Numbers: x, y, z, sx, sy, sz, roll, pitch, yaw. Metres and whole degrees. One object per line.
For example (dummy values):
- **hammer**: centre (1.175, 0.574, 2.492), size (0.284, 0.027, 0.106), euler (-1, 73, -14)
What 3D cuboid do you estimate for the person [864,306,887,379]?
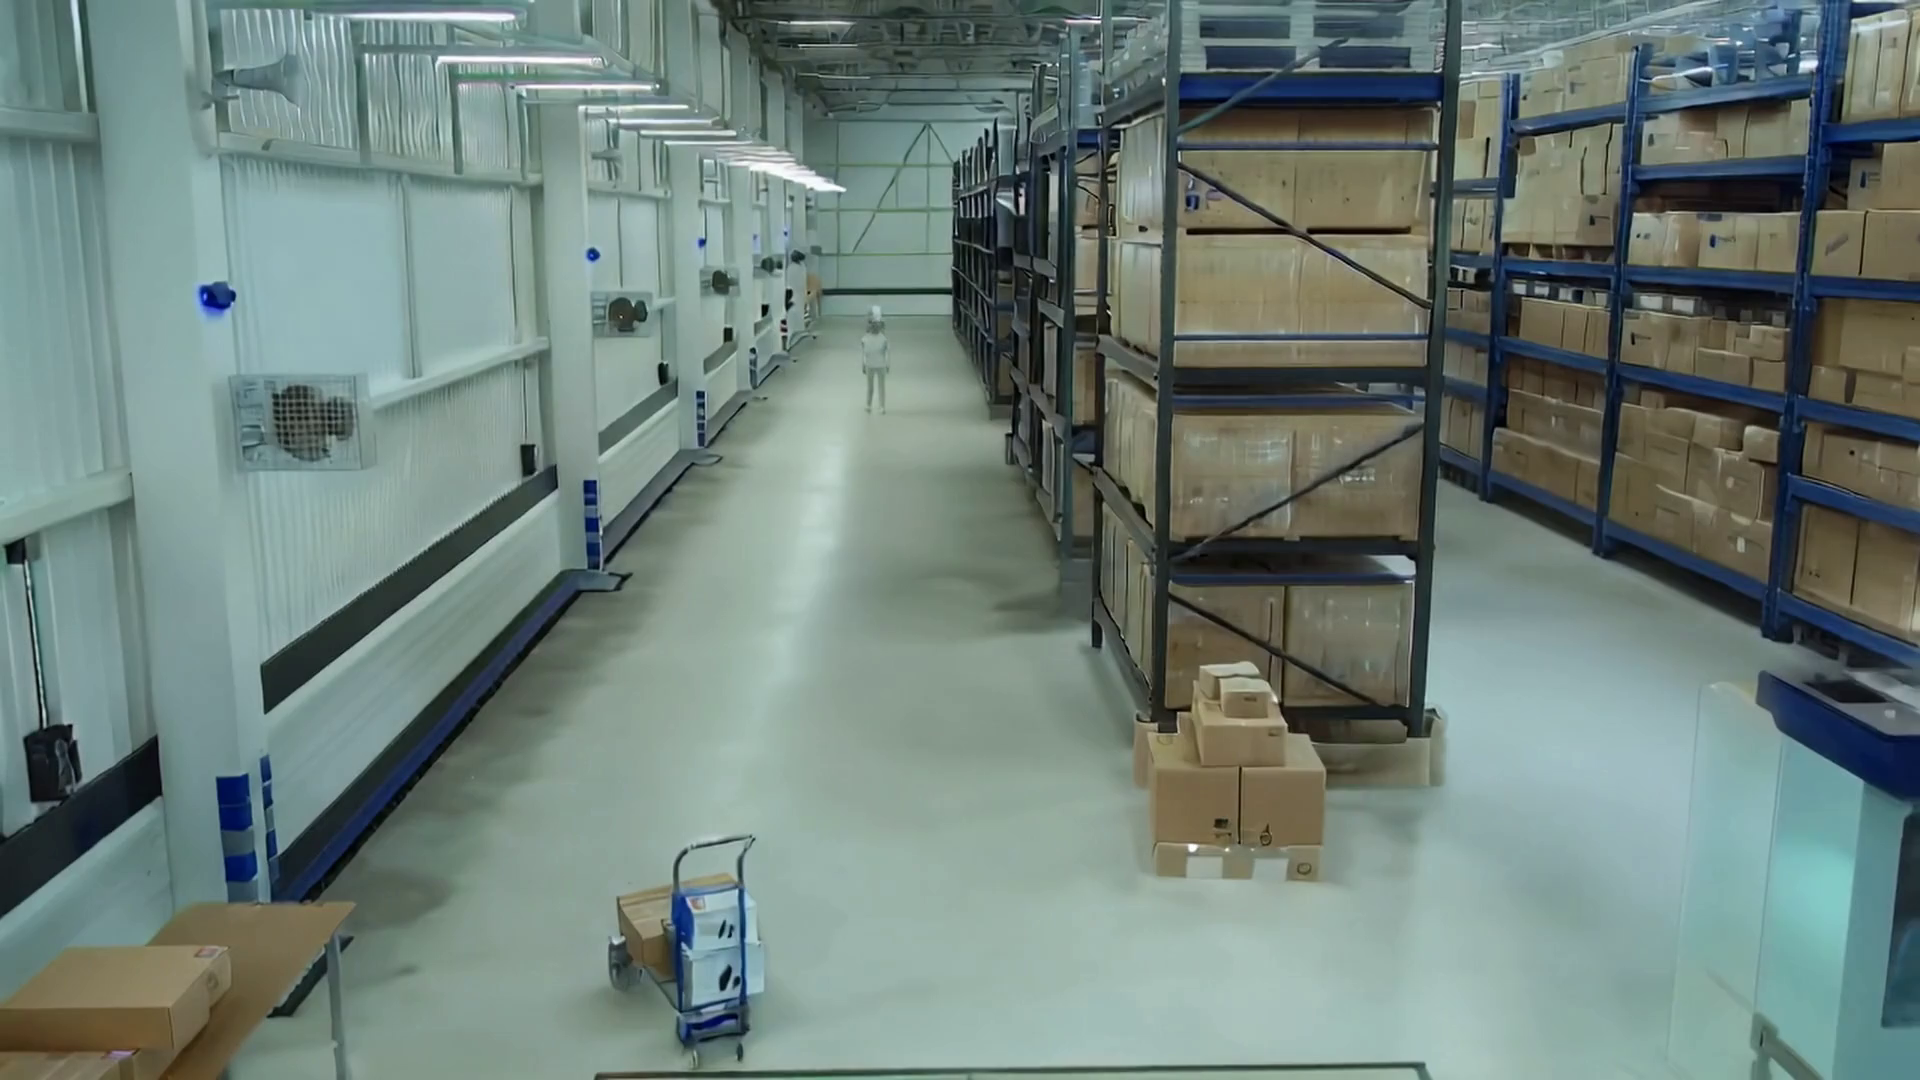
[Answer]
- **person**: centre (-2.177, -5.069, 42.774), size (0.598, 1.906, 0.413), euler (-3, 11, -13)

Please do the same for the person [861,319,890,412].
- **person**: centre (-1.812, -3.731, 35.599), size (0.615, 1.988, 0.402), euler (0, 11, 2)

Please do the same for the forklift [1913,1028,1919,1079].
- **forklift**: centre (3.158, 1.770, 4.639), size (1.129, 2.768, 1.873), euler (0, 11, -2)
